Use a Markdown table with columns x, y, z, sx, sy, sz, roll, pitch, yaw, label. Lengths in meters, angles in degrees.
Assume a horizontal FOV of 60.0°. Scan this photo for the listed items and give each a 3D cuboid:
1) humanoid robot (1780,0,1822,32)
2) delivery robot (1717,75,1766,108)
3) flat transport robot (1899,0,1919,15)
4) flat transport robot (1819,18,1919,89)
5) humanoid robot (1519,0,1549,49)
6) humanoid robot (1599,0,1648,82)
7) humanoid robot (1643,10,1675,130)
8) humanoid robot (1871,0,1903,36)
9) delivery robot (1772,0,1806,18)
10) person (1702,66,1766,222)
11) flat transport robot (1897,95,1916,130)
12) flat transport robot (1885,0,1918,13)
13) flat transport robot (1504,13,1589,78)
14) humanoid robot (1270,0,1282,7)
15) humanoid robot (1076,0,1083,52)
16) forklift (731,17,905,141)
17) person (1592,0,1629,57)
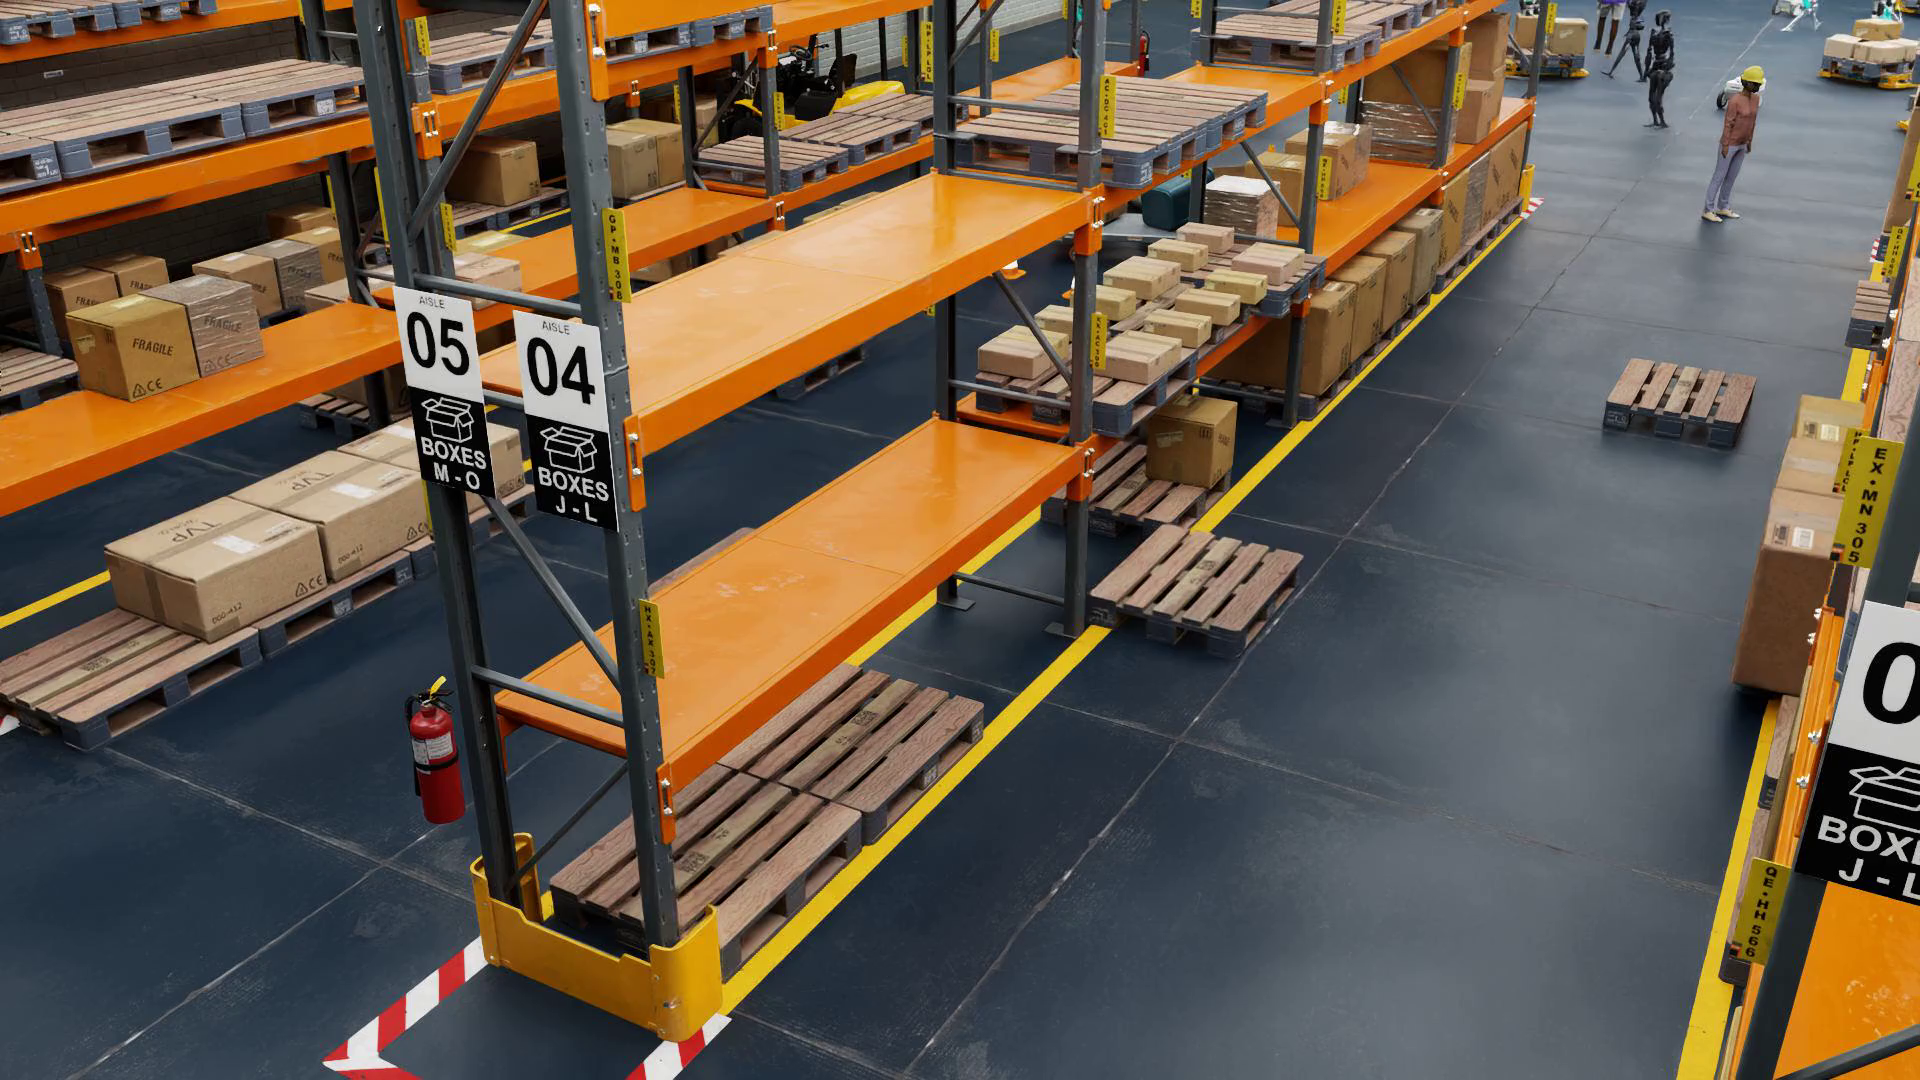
| x | y | z | sx | sy | sz | roll | pitch | yaw | label |
| --- | --- | --- | --- | --- | --- | --- | --- | --- | --- |
| 16.180 | -10.521 | 31.535 | 0.912 | 1.787 | 0.541 | 1 | 26 | 3 | humanoid robot |
| 11.835 | -6.784 | 25.105 | 0.774 | 0.592 | 0.499 | -22 | 33 | -38 | delivery robot |
| 19.686 | -10.716 | 33.610 | 0.659 | 0.231 | 1.431 | 8 | 27 | 16 | flat transport robot |
| 14.762 | -7.538 | 27.006 | 0.659 | 0.231 | 1.431 | -11 | 28 | -22 | flat transport robot |
| 9.575 | -8.625 | 27.549 | 0.530 | 1.743 | 0.948 | -20 | 32 | -35 | humanoid robot |
| 10.872 | -8.265 | 26.936 | 0.754 | 1.629 | 0.586 | 8 | 27 | 16 | humanoid robot |
| 9.939 | -6.679 | 23.602 | 0.392 | 1.632 | 0.601 | -7 | 27 | -14 | humanoid robot |
| 15.892 | -8.979 | 28.402 | 0.542 | 1.850 | 0.794 | -14 | 29 | -27 | humanoid robot |
| 16.846 | -10.860 | 33.599 | 0.796 | 0.613 | 0.499 | -16 | 30 | -29 | delivery robot |
| 8.903 | -4.531 | 19.045 | 0.520 | 1.758 | 0.347 | -16 | 30 | -30 | person |
| 14.152 | -5.870 | 23.540 | 1.431 | 0.231 | 0.659 | 0 | 26 | 0 | flat transport robot |
| 19.795 | -10.992 | 34.181 | 1.431 | 0.231 | 0.659 | -13 | 28 | -24 | flat transport robot |
| 9.668 | -7.861 | 27.677 | 1.431 | 0.231 | 0.659 | 2 | 26 | 3 | flat transport robot |
| 4.627 | -7.195 | 24.666 | 0.589 | 1.644 | 0.332 | 16 | 30 | 30 | humanoid robot |
| 2.145 | -9.436 | 29.283 | 0.530 | 1.798 | 0.743 | 20 | 32 | 36 | humanoid robot |
| -1.819 | -5.975 | 21.543 | 2.313 | 2.155 | 1.214 | 14 | 29 | 26 | forklift |
| 11.463 | -9.503 | 29.166 | 0.610 | 1.929 | 0.816 | 7 | 27 | 14 | person |
